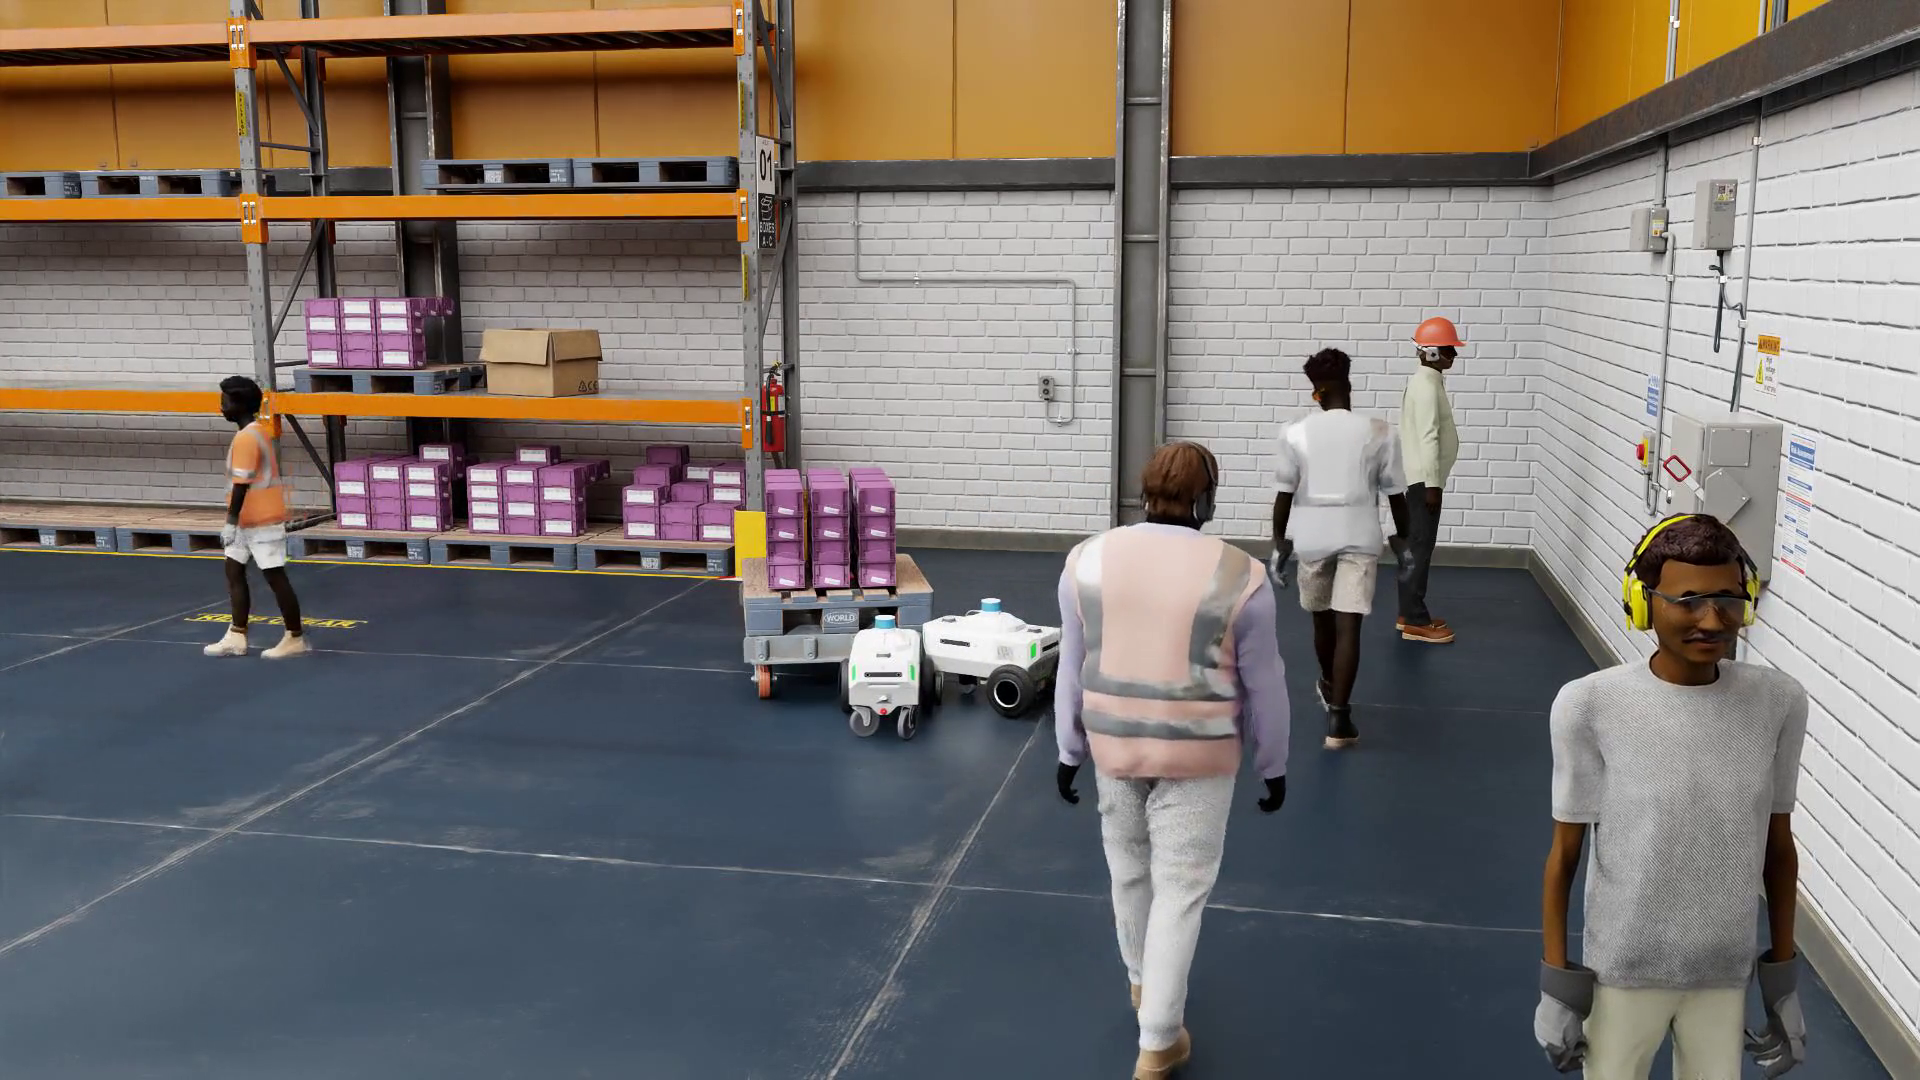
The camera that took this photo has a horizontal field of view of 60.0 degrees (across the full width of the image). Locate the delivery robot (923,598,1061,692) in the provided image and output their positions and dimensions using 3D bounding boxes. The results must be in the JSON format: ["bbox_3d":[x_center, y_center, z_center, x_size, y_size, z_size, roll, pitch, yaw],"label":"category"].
[{"bbox_3d":[0.162,0.552,8.768,0.707,0.478,0.477,6,11,30],"label":"delivery robot"}]

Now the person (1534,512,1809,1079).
[{"bbox_3d":[1.396,0.863,3.262,0.516,1.866,0.331,0,9,0],"label":"person"}]

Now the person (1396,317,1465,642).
[{"bbox_3d":[2.898,-0.376,10.309,0.376,1.995,0.612,2,10,9],"label":"person"}]

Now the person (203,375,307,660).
[{"bbox_3d":[-4.182,-0.111,9.657,0.693,1.669,0.544,-4,10,-21],"label":"person"}]

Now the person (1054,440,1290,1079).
[{"bbox_3d":[0.658,0.609,4.897,0.658,1.817,0.758,5,10,26],"label":"person"}]

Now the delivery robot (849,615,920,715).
[{"bbox_3d":[-0.374,0.621,8.353,0.477,0.478,0.707,0,9,-1],"label":"delivery robot"}]

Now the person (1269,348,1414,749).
[{"bbox_3d":[1.905,0.007,8.240,0.688,1.896,0.983,3,10,20],"label":"person"}]
